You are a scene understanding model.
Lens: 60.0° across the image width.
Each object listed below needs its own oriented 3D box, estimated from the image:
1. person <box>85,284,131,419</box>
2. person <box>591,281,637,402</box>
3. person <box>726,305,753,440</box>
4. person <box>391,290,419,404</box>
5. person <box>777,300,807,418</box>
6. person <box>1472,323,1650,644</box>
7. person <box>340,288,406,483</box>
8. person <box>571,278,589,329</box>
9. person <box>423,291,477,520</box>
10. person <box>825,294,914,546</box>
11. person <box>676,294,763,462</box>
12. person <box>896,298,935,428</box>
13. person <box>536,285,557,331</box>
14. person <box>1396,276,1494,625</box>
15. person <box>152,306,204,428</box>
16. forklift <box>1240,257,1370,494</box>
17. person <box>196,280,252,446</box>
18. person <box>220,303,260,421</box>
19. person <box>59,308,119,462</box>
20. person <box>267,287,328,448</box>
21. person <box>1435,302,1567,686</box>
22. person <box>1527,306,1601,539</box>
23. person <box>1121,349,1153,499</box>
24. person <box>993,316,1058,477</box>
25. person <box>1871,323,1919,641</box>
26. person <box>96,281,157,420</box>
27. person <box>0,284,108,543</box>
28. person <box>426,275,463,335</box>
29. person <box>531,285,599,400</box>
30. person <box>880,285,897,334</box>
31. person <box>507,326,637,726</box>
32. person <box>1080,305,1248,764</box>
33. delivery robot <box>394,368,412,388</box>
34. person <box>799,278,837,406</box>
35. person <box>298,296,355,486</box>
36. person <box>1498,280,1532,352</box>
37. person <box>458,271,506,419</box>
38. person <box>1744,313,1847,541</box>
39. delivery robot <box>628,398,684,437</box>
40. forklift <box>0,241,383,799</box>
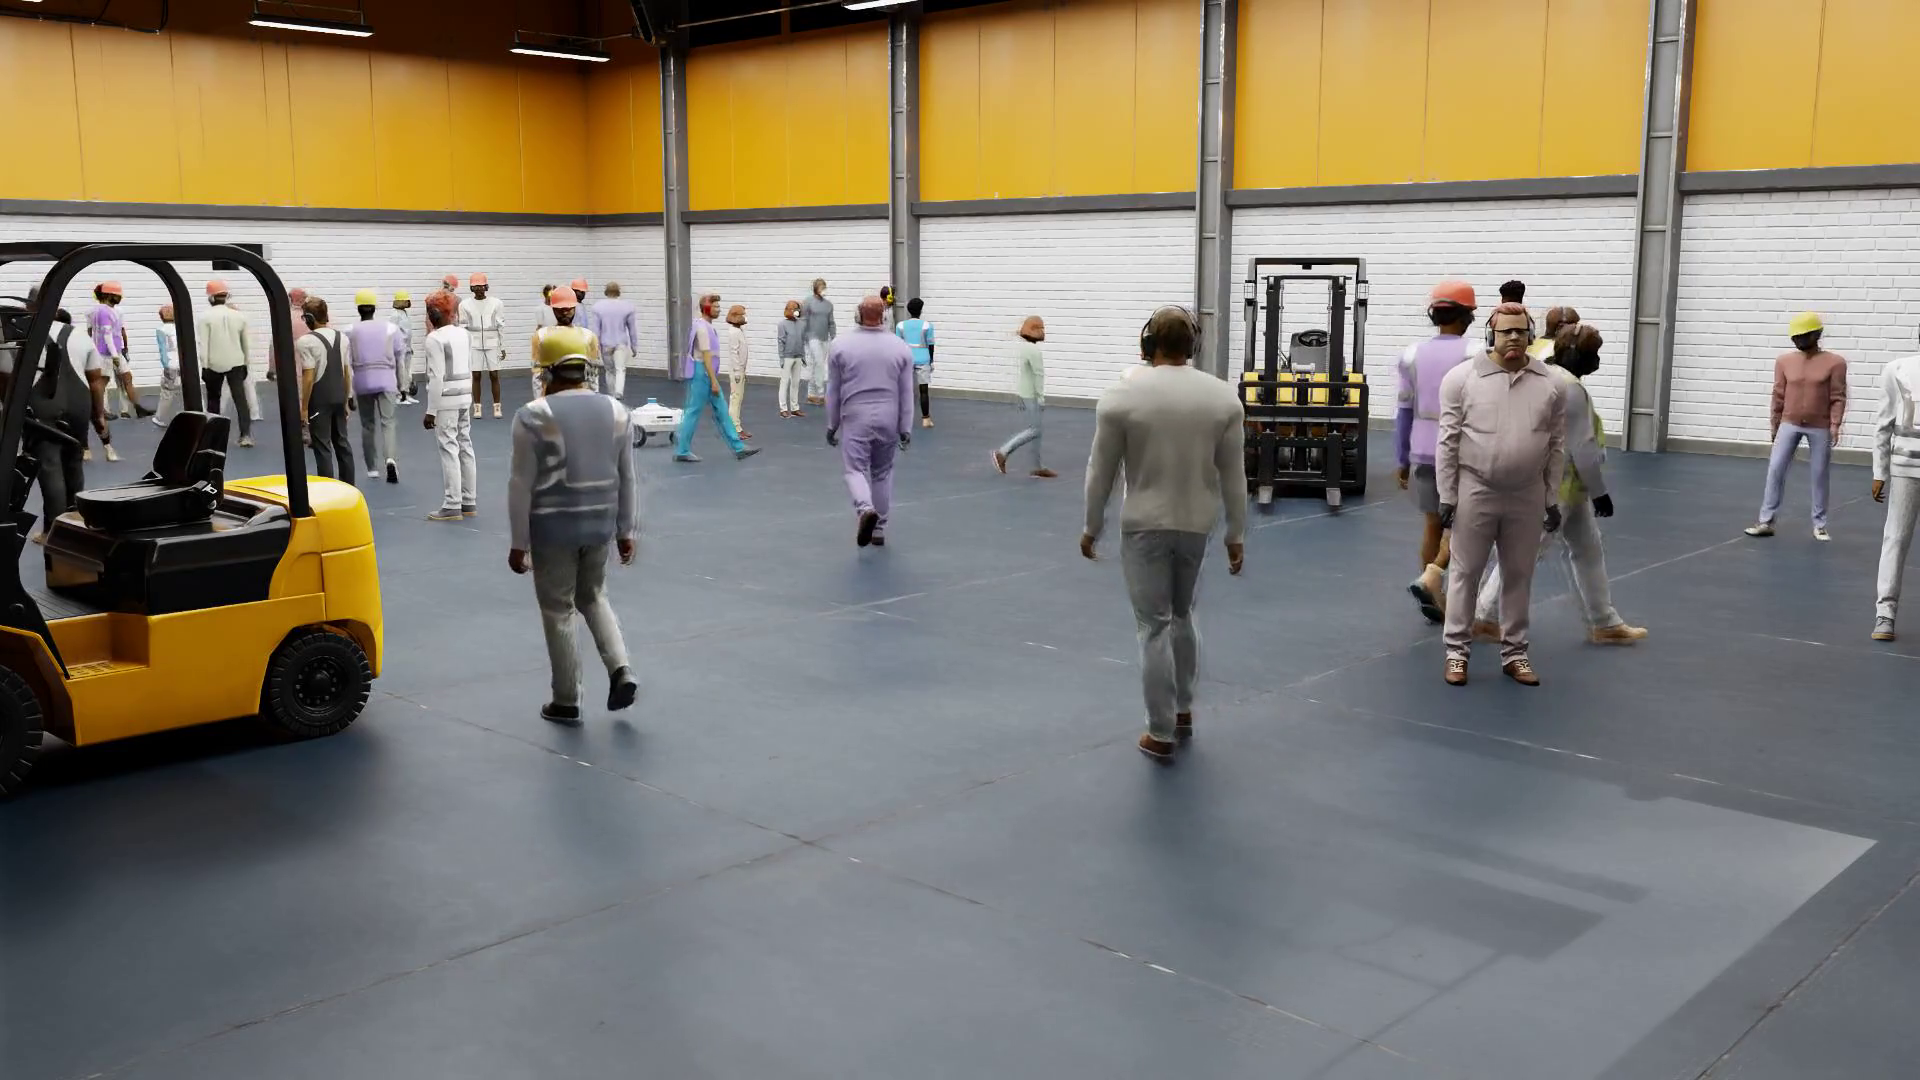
[{"bbox_3d":[-11.731,-2.584,22.892,0.528,1.865,0.313,-5,11,-28],"label":"person"},{"bbox_3d":[-5.126,-2.890,24.677,0.642,1.905,0.964,-2,9,-9],"label":"person"},{"bbox_3d":[-2.695,-2.041,20.264,0.286,1.636,0.500,0,9,1],"label":"person"},{"bbox_3d":[-8.534,-2.955,25.541,0.295,1.744,0.484,1,9,5],"label":"person"},{"bbox_3d":[-2.340,-2.527,23.250,0.285,1.633,0.501,8,12,41],"label":"person"},{"bbox_3d":[3.264,-0.287,9.103,0.980,1.790,0.618,3,10,19],"label":"person"},{"bbox_3d":[-5.711,-1.507,16.225,0.603,1.897,0.905,-4,10,-22],"label":"person"},{"bbox_3d":[-5.655,-2.919,24.736,0.375,1.934,0.548,2,10,13],"label":"person"},{"bbox_3d":[-4.224,-1.102,13.742,0.353,1.887,0.573,3,10,15],"label":"person"},{"bbox_3d":[-0.647,-0.863,12.253,0.648,1.890,0.697,-3,10,-16],"label":"person"},{"bbox_3d":[-2.616,-1.716,17.766,0.964,1.791,0.582,0,9,0],"label":"person"},{"bbox_3d":[-0.585,-2.304,21.688,0.536,1.696,0.322,2,9,11],"label":"person"},{"bbox_3d":[-5.992,-2.771,24.127,0.372,1.842,0.607,3,10,17],"label":"person"},{"bbox_3d":[2.762,-0.486,9.526,0.634,2.029,0.581,9,13,44],"label":"person"},{"bbox_3d":[-10.145,-2.223,21.498,0.878,1.594,0.540,4,10,23],"label":"person"},{"bbox_3d":[3.309,-1.629,16.029,1.214,2.155,2.313,2,9,11],"label":"forklift"},{"bbox_3d":[-8.632,-2.069,19.500,1.055,1.939,0.642,9,13,42],"label":"person"},{"bbox_3d":[-9.900,-2.393,22.519,0.768,1.610,0.536,0,9,0],"label":"person"},{"bbox_3d":[-9.377,-1.648,17.785,0.598,1.658,0.505,6,11,31],"label":"person"},{"bbox_3d":[-7.665,-2.012,19.405,0.952,1.866,0.641,7,12,39],"label":"person"},{"bbox_3d":[2.693,-0.222,8.282,0.642,1.909,0.410,0,9,1],"label":"person"},{"bbox_3d":[4.427,-0.891,12.734,0.938,1.803,0.616,0,9,0],"label":"person"},{"bbox_3d":[1.381,-0.687,11.993,0.522,1.630,0.322,5,11,29],"label":"person"},{"bbox_3d":[0.660,-1.404,16.403,0.609,1.617,0.506,-1,9,-7],"label":"person"},{"bbox_3d":[5.371,-0.362,9.216,0.574,1.883,0.356,4,10,21],"label":"person"},{"bbox_3d":[-11.460,-2.577,22.727,0.918,1.898,0.573,-2,9,-10],"label":"person"},{"bbox_3d":[-6.979,-1.023,12.786,0.909,2.000,0.717,8,12,39],"label":"person"},{"bbox_3d":[-9.304,-3.808,30.146,0.702,1.952,0.538,-3,10,-16],"label":"person"},{"bbox_3d":[-3.221,-1.113,13.647,0.546,1.939,0.375,-4,10,-22],"label":"person"},{"bbox_3d":[-0.926,-2.492,22.387,0.663,1.844,0.540,-4,10,-25],"label":"person"},{"bbox_3d":[-1.756,-0.050,7.510,0.428,1.819,0.597,9,13,44],"label":"person"},{"bbox_3d":[0.856,-0.038,7.120,0.651,1.912,0.676,-3,10,-15],"label":"person"},{"bbox_3d":[-9.268,-2.679,27.196,0.477,0.478,0.707,-9,13,-44],"label":"delivery robot"},{"bbox_3d":[-2.068,-2.981,25.135,0.804,1.915,0.642,8,12,39],"label":"person"},{"bbox_3d":[-5.350,-1.121,14.004,0.344,1.840,0.504,5,10,27],"label":"person"},{"bbox_3d":[5.601,-1.646,16.853,0.380,1.958,0.601,3,10,19],"label":"person"},{"bbox_3d":[-6.590,-2.677,22.970,0.606,2.038,0.393,-2,10,-14],"label":"person"},{"bbox_3d":[6.423,-0.852,12.728,0.630,1.737,0.563,8,12,39],"label":"person"},{"bbox_3d":[-3.597,-1.418,19.461,0.707,0.478,0.477,-3,10,-17],"label":"delivery robot"},{"bbox_3d":[-3.706,-0.171,7.093,1.214,2.155,2.313,9,13,43],"label":"forklift"}]
